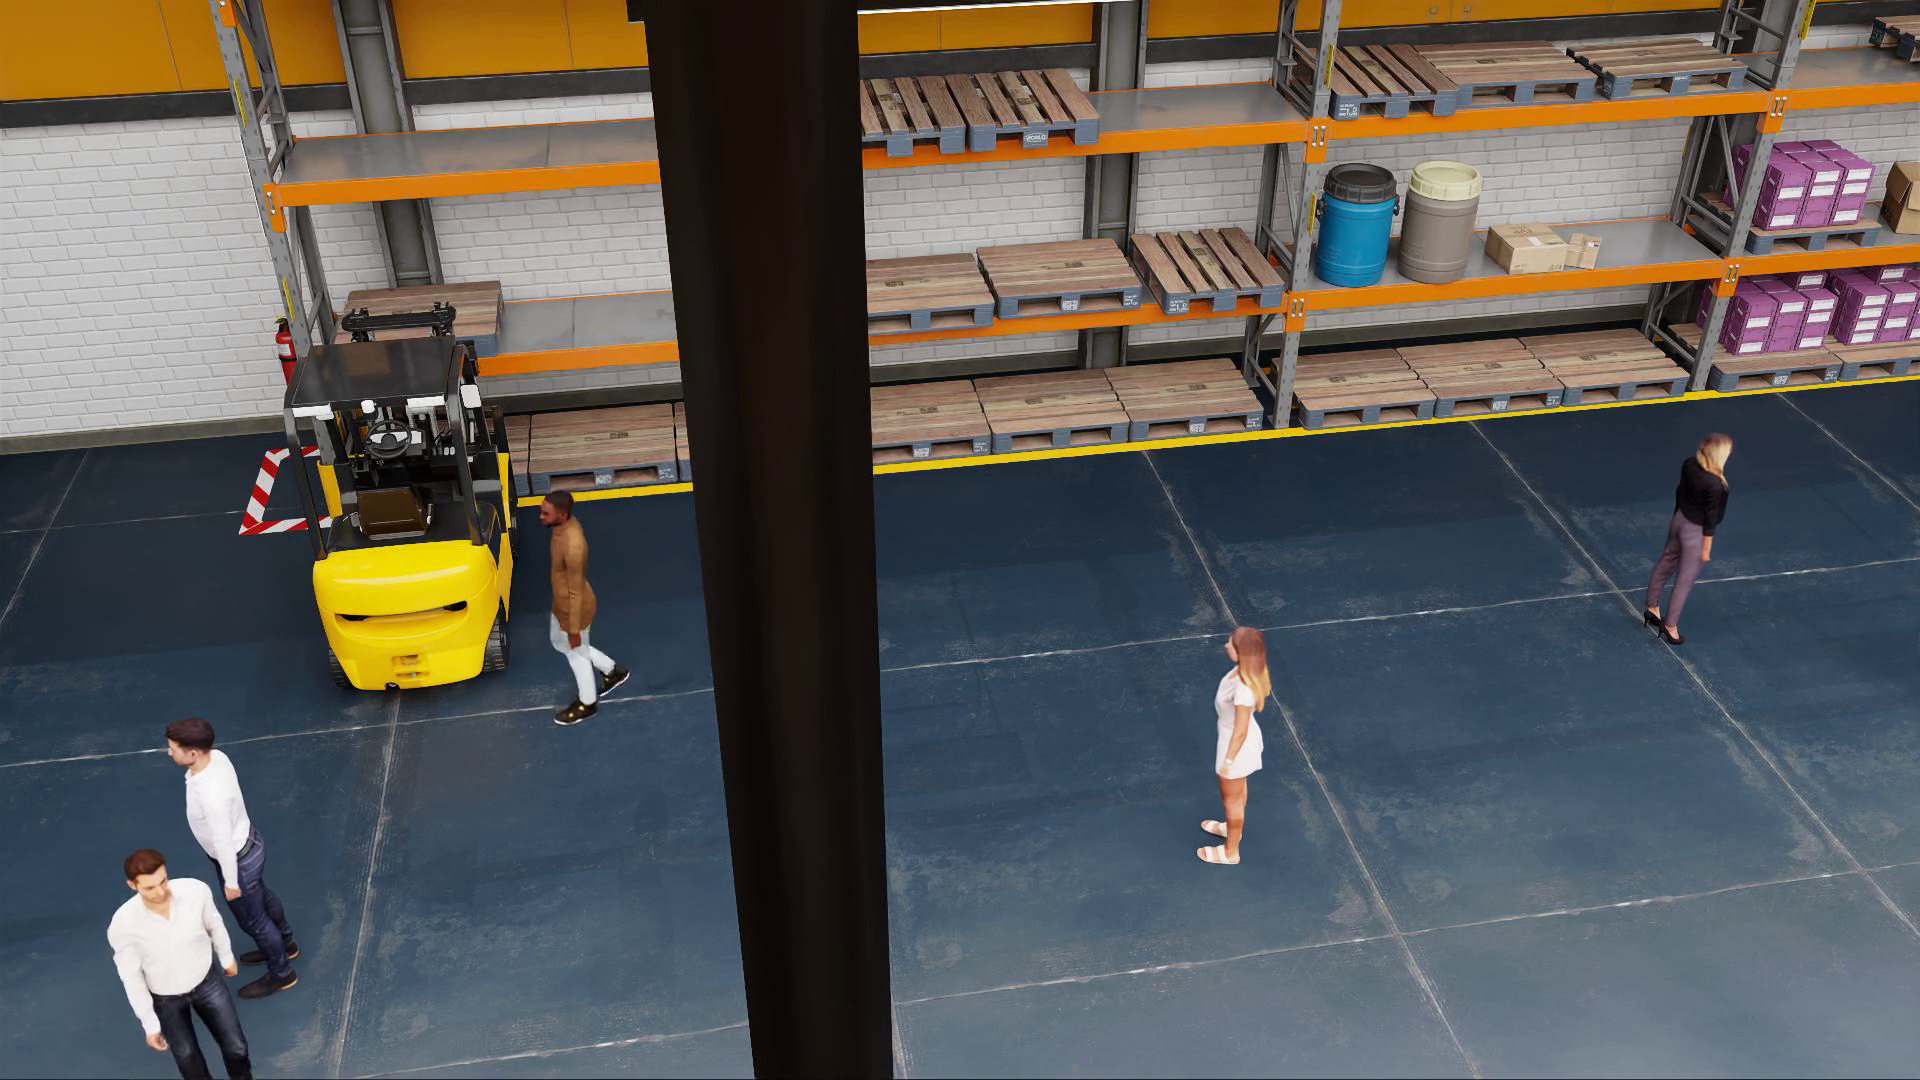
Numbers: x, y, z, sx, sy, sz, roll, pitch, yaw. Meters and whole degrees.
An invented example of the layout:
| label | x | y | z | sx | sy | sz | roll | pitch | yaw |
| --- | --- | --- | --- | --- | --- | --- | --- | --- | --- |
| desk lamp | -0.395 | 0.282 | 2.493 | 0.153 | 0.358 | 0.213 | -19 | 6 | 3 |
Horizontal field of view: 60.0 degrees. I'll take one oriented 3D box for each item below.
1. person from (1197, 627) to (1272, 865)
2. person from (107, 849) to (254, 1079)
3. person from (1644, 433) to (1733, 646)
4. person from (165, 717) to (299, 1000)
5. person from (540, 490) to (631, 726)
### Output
| label | x | y | z | sx | sy | sz | roll | pitch | yaw |
| --- | --- | --- | --- | --- | --- | --- | --- | --- | --- |
| person | 1.649 | 1.208 | 9.868 | 0.681 | 1.697 | 0.655 | 9 | 35 | 13 |
| person | -3.898 | 2.175 | 8.274 | 0.784 | 1.852 | 0.872 | -23 | 40 | -31 |
| person | 5.139 | -0.021 | 11.745 | 0.508 | 1.667 | 0.586 | -5 | 34 | -8 |
| person | -3.898 | 1.698 | 8.984 | 0.649 | 1.861 | 0.658 | -13 | 36 | -19 |
| person | -2.473 | 0.420 | 10.954 | 0.870 | 1.808 | 0.775 | -14 | 36 | -20 |
